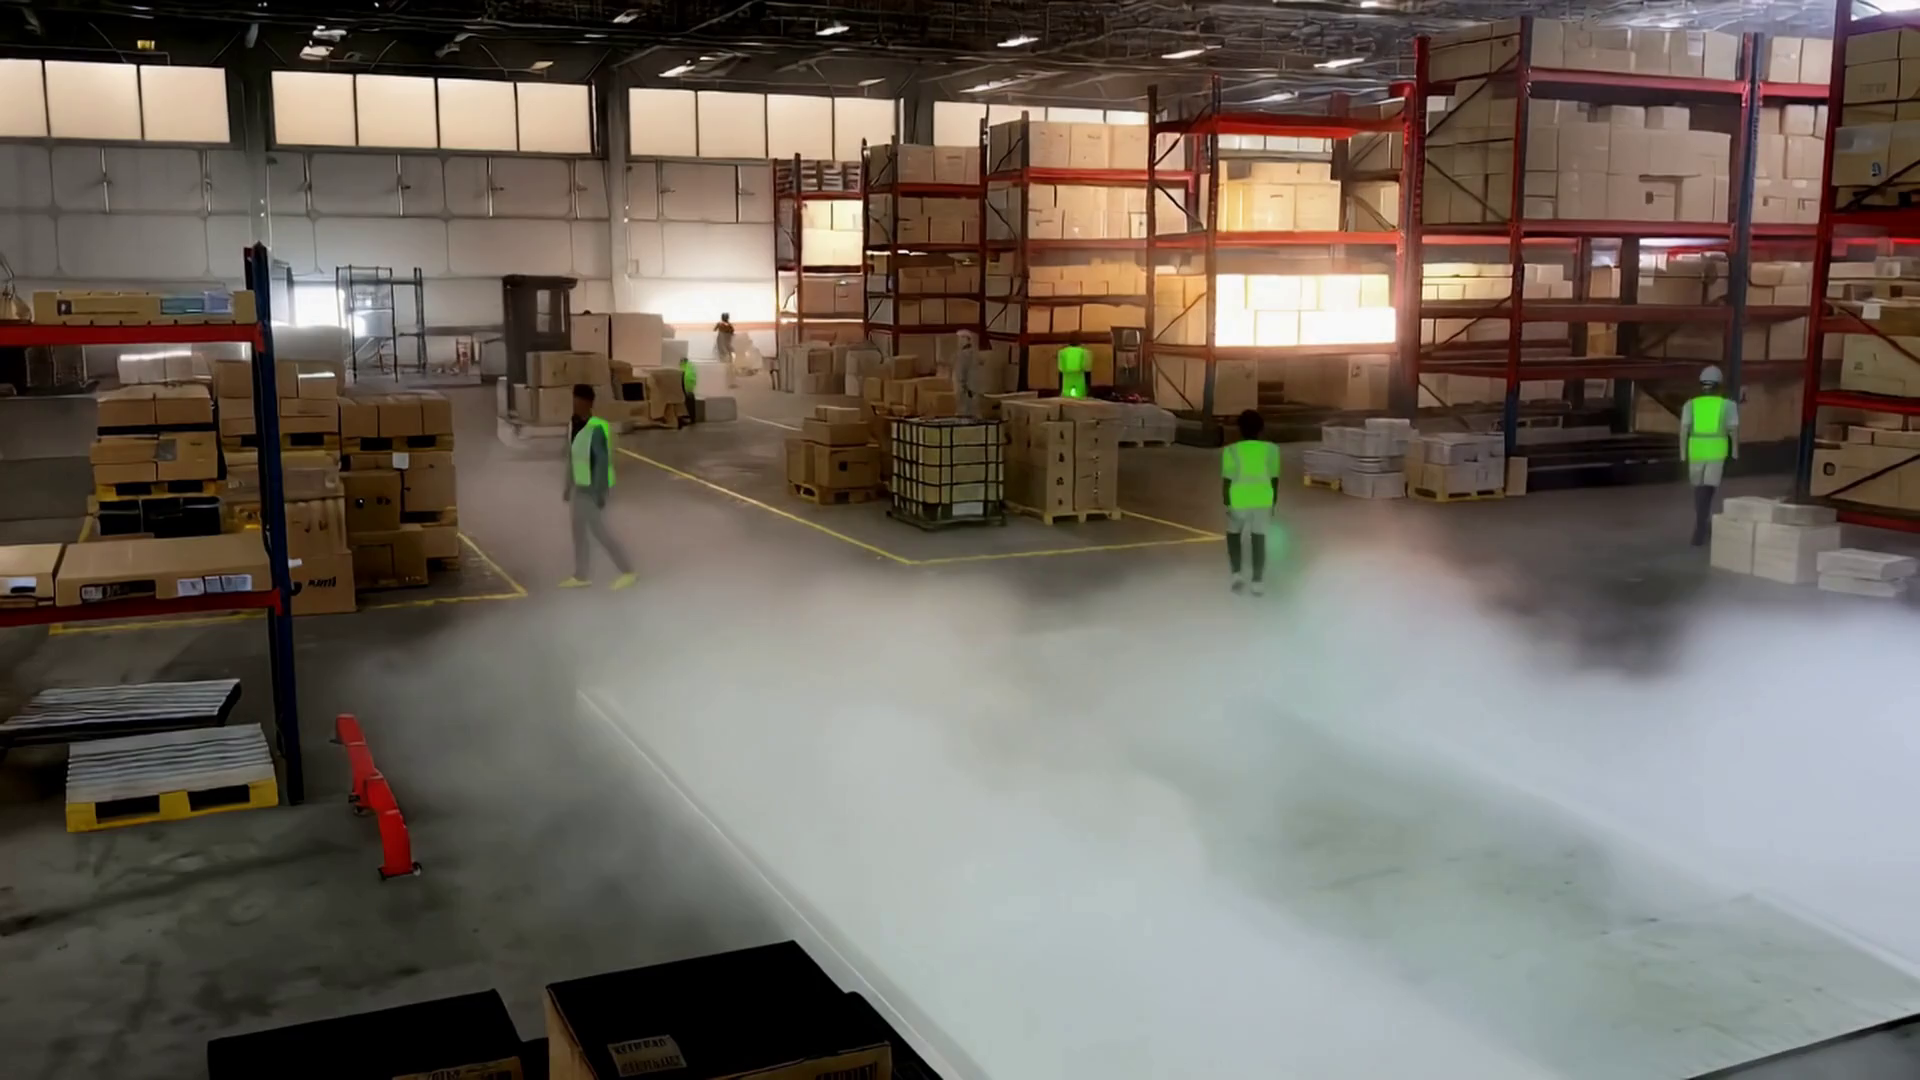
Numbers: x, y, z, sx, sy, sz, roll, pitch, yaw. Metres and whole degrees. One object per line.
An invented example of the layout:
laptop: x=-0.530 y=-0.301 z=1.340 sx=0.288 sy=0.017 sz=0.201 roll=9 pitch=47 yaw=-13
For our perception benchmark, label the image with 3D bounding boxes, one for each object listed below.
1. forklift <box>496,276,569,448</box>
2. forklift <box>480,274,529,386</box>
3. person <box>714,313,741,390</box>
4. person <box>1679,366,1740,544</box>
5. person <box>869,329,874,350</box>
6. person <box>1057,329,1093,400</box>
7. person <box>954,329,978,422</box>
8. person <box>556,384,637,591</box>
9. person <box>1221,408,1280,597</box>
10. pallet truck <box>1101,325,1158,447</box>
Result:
forklift: x=-7.126 y=-3.031 z=27.889 sx=1.129 sy=2.768 sz=1.873 roll=-4 pitch=10 yaw=-25
forklift: x=-11.254 y=-5.376 z=42.441 sx=1.873 sy=2.768 sz=1.129 roll=-4 pitch=10 yaw=-25
person: x=-5.810 y=-4.650 z=40.978 sx=0.841 sy=1.898 sz=0.636 roll=7 pitch=12 yaw=38
person: x=8.025 y=-0.913 z=17.861 sx=0.563 sy=1.891 sz=1.018 roll=7 pitch=12 yaw=39
person: x=-2.206 y=-4.734 z=42.363 sx=0.483 sy=1.615 sz=0.576 roll=-8 pitch=12 yaw=-42
person: x=2.010 y=-2.668 z=28.648 sx=0.677 sy=1.902 sz=0.984 roll=4 pitch=10 yaw=23
person: x=0.098 y=-2.685 z=28.765 sx=0.402 sy=1.904 sz=0.652 roll=-2 pitch=9 yaw=-11
person: x=-3.351 y=-0.479 z=15.152 sx=0.552 sy=1.897 sz=0.723 roll=-6 pitch=11 yaw=-33
person: x=2.590 y=-0.330 z=14.855 sx=0.541 sy=1.684 sz=0.391 roll=0 pitch=9 yaw=0
pallet truck: x=2.881 y=-2.596 z=27.923 sx=0.823 sy=1.965 sz=1.885 roll=-1 pitch=9 yaw=-7
